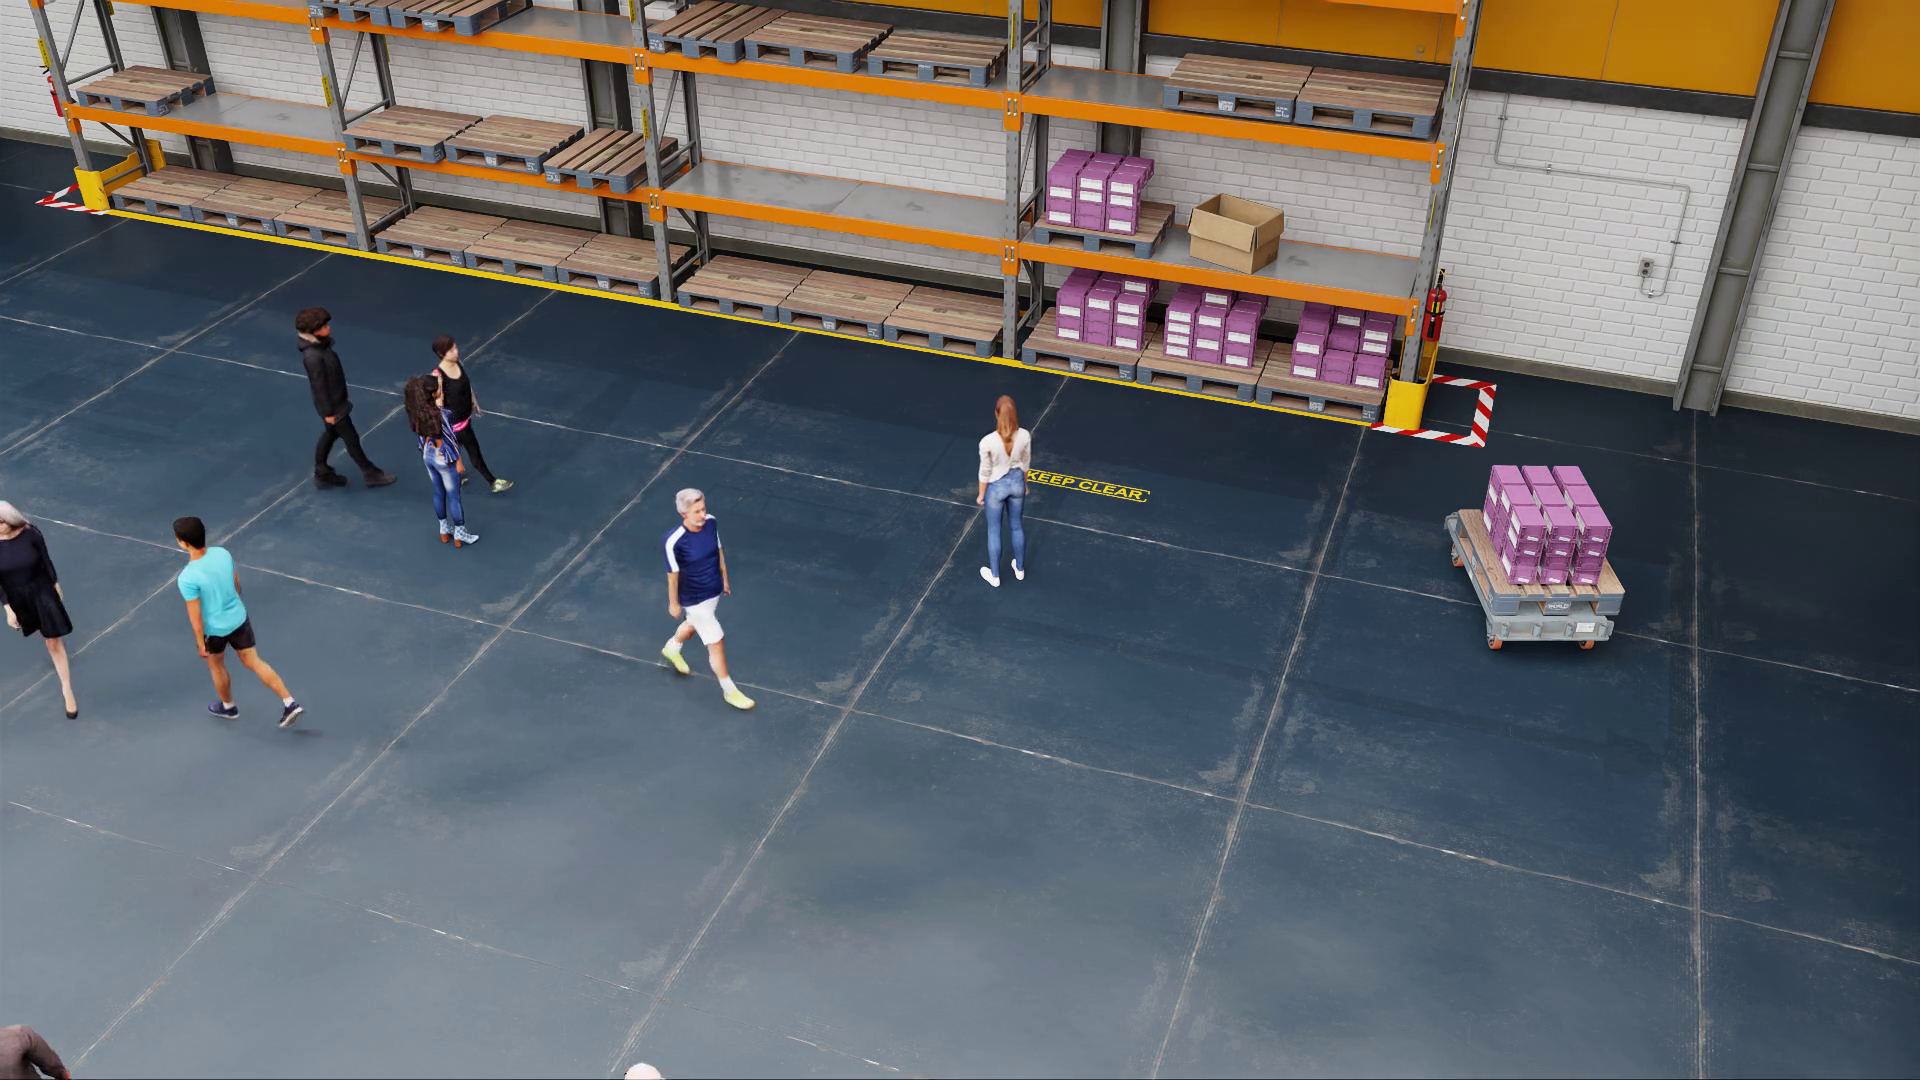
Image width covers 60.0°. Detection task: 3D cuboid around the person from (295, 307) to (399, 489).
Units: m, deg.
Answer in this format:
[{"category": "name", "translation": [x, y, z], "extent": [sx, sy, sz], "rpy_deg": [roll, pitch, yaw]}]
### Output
[{"category": "person", "translation": [-5.631, -1.220, 14.691], "extent": [1.073, 1.752, 0.959], "rpy_deg": [-9, 35, -14]}]

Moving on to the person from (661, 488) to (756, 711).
[{"category": "person", "translation": [-1.975, 0.372, 12.253], "extent": [1.260, 1.798, 0.830], "rpy_deg": [20, 38, 27]}]

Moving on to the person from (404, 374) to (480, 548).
[{"category": "person", "translation": [-4.362, -0.677, 13.998], "extent": [0.576, 1.614, 0.722], "rpy_deg": [22, 39, 29]}]

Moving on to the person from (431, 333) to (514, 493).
[{"category": "person", "translation": [-4.521, -1.125, 14.764], "extent": [1.007, 1.511, 0.607], "rpy_deg": [8, 34, 12]}]

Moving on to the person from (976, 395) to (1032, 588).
[{"category": "person", "translation": [0.366, -0.402, 13.489], "extent": [0.673, 1.719, 0.745], "rpy_deg": [-12, 36, -18]}]

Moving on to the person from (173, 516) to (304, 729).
[{"category": "person", "translation": [-5.185, 0.630, 11.914], "extent": [1.128, 1.745, 0.735], "rpy_deg": [15, 36, 21]}]

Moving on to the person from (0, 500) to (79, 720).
[{"category": "person", "translation": [-6.871, 0.420, 12.282], "extent": [1.114, 1.686, 1.225], "rpy_deg": [-18, 38, -25]}]
